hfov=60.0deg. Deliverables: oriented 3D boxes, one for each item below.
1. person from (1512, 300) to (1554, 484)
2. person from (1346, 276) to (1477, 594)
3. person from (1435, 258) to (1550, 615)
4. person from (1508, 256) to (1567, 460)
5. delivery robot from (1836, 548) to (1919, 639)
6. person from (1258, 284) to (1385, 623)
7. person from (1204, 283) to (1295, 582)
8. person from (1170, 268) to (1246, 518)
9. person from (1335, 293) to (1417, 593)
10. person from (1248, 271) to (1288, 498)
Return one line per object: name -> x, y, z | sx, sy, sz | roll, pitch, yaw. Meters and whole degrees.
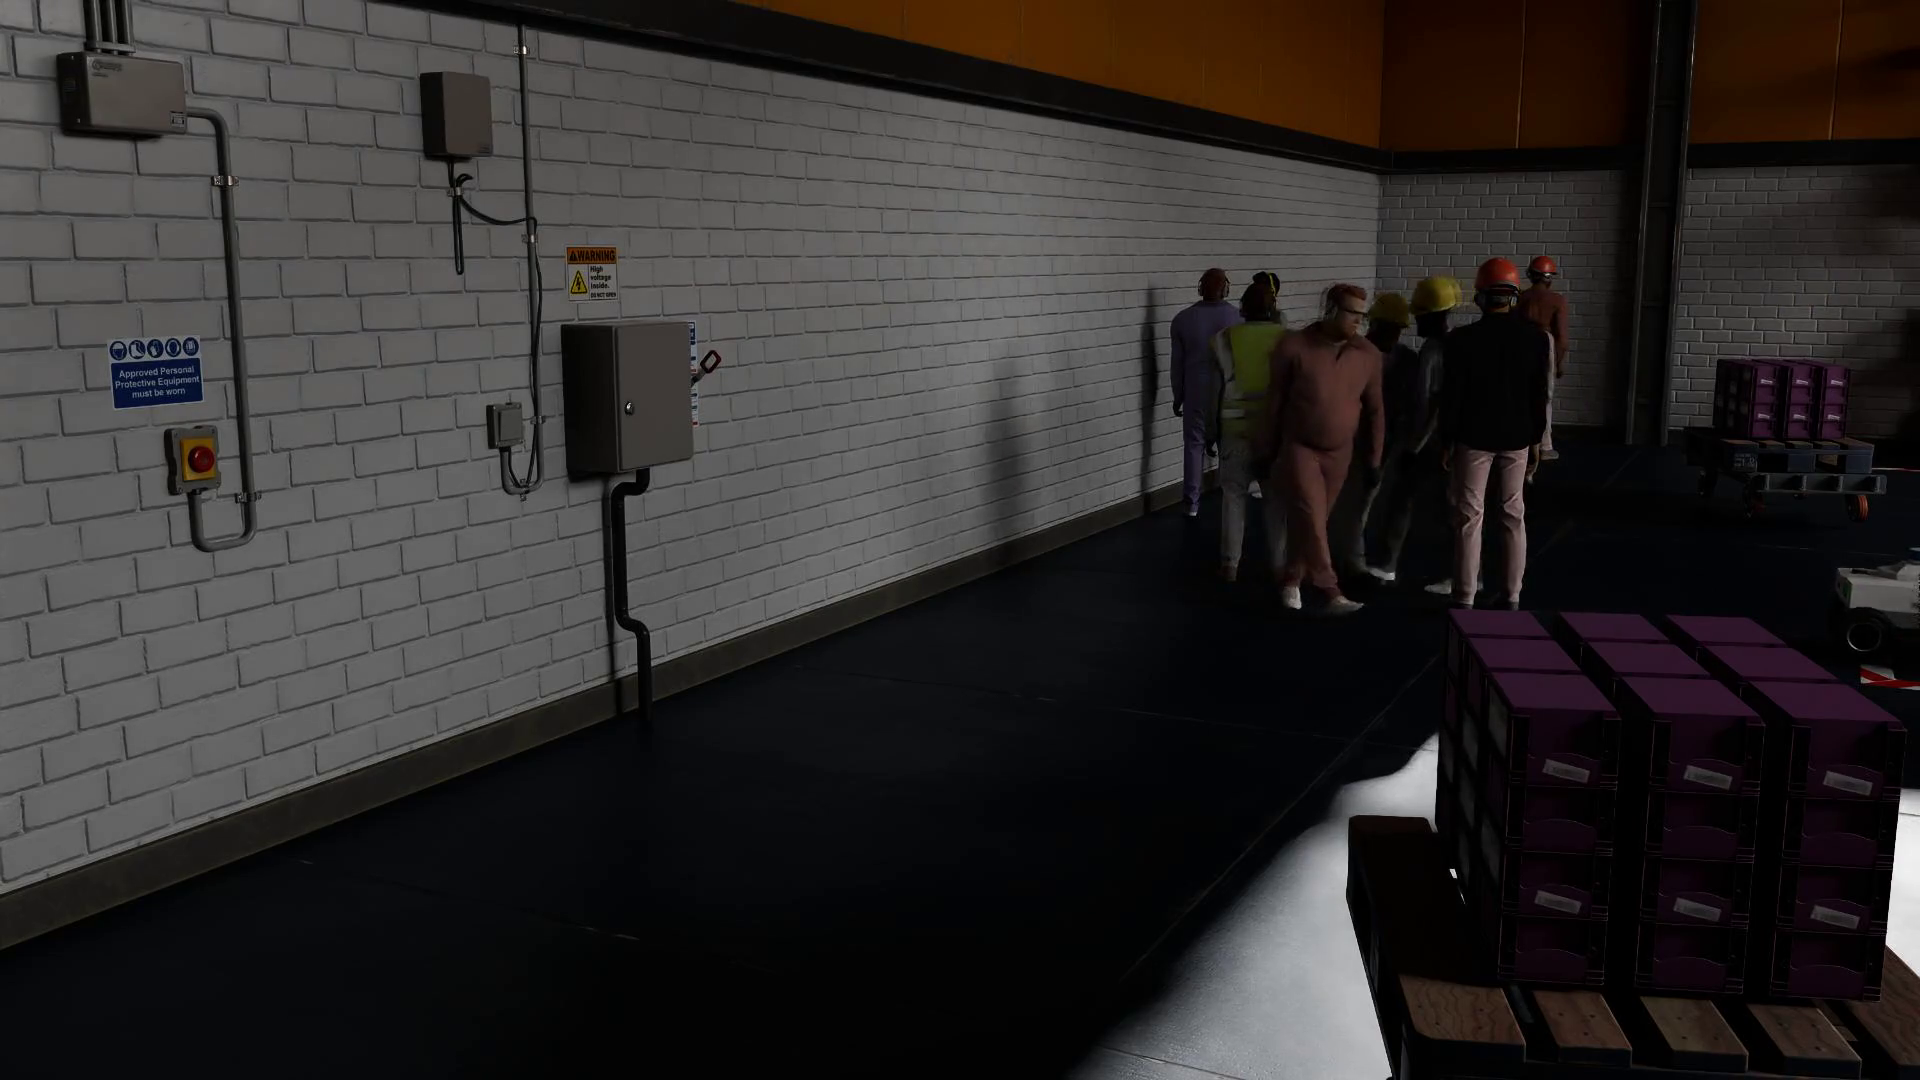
person -> 5.010, -1.326, 14.833 | 0.521, 1.594, 0.803 | 1, 10, 7
person -> 2.701, -0.588, 9.738 | 0.845, 1.882, 0.599 | 0, 10, -2
person -> 2.920, -0.547, 9.174 | 0.612, 1.995, 0.382 | -1, 10, -7
person -> 5.656, -1.786, 16.357 | 0.612, 1.991, 0.392 | 8, 13, 39
delivery robot -> 4.761, 0.282, 8.270 | 0.707, 0.478, 0.477 | 4, 11, 24
person -> 2.020, -0.473, 9.171 | 0.665, 1.851, 0.959 | -3, 10, -16
person -> 1.819, -0.657, 10.260 | 0.634, 1.839, 0.429 | 2, 10, 9
person -> 1.920, -1.106, 12.665 | 0.642, 1.909, 0.410 | 2, 10, 12
person -> 2.458, -0.577, 9.958 | 0.615, 1.780, 0.780 | -1, 10, -7
person -> 2.517, -1.284, 13.806 | 0.328, 1.872, 0.514 | -3, 10, -19
